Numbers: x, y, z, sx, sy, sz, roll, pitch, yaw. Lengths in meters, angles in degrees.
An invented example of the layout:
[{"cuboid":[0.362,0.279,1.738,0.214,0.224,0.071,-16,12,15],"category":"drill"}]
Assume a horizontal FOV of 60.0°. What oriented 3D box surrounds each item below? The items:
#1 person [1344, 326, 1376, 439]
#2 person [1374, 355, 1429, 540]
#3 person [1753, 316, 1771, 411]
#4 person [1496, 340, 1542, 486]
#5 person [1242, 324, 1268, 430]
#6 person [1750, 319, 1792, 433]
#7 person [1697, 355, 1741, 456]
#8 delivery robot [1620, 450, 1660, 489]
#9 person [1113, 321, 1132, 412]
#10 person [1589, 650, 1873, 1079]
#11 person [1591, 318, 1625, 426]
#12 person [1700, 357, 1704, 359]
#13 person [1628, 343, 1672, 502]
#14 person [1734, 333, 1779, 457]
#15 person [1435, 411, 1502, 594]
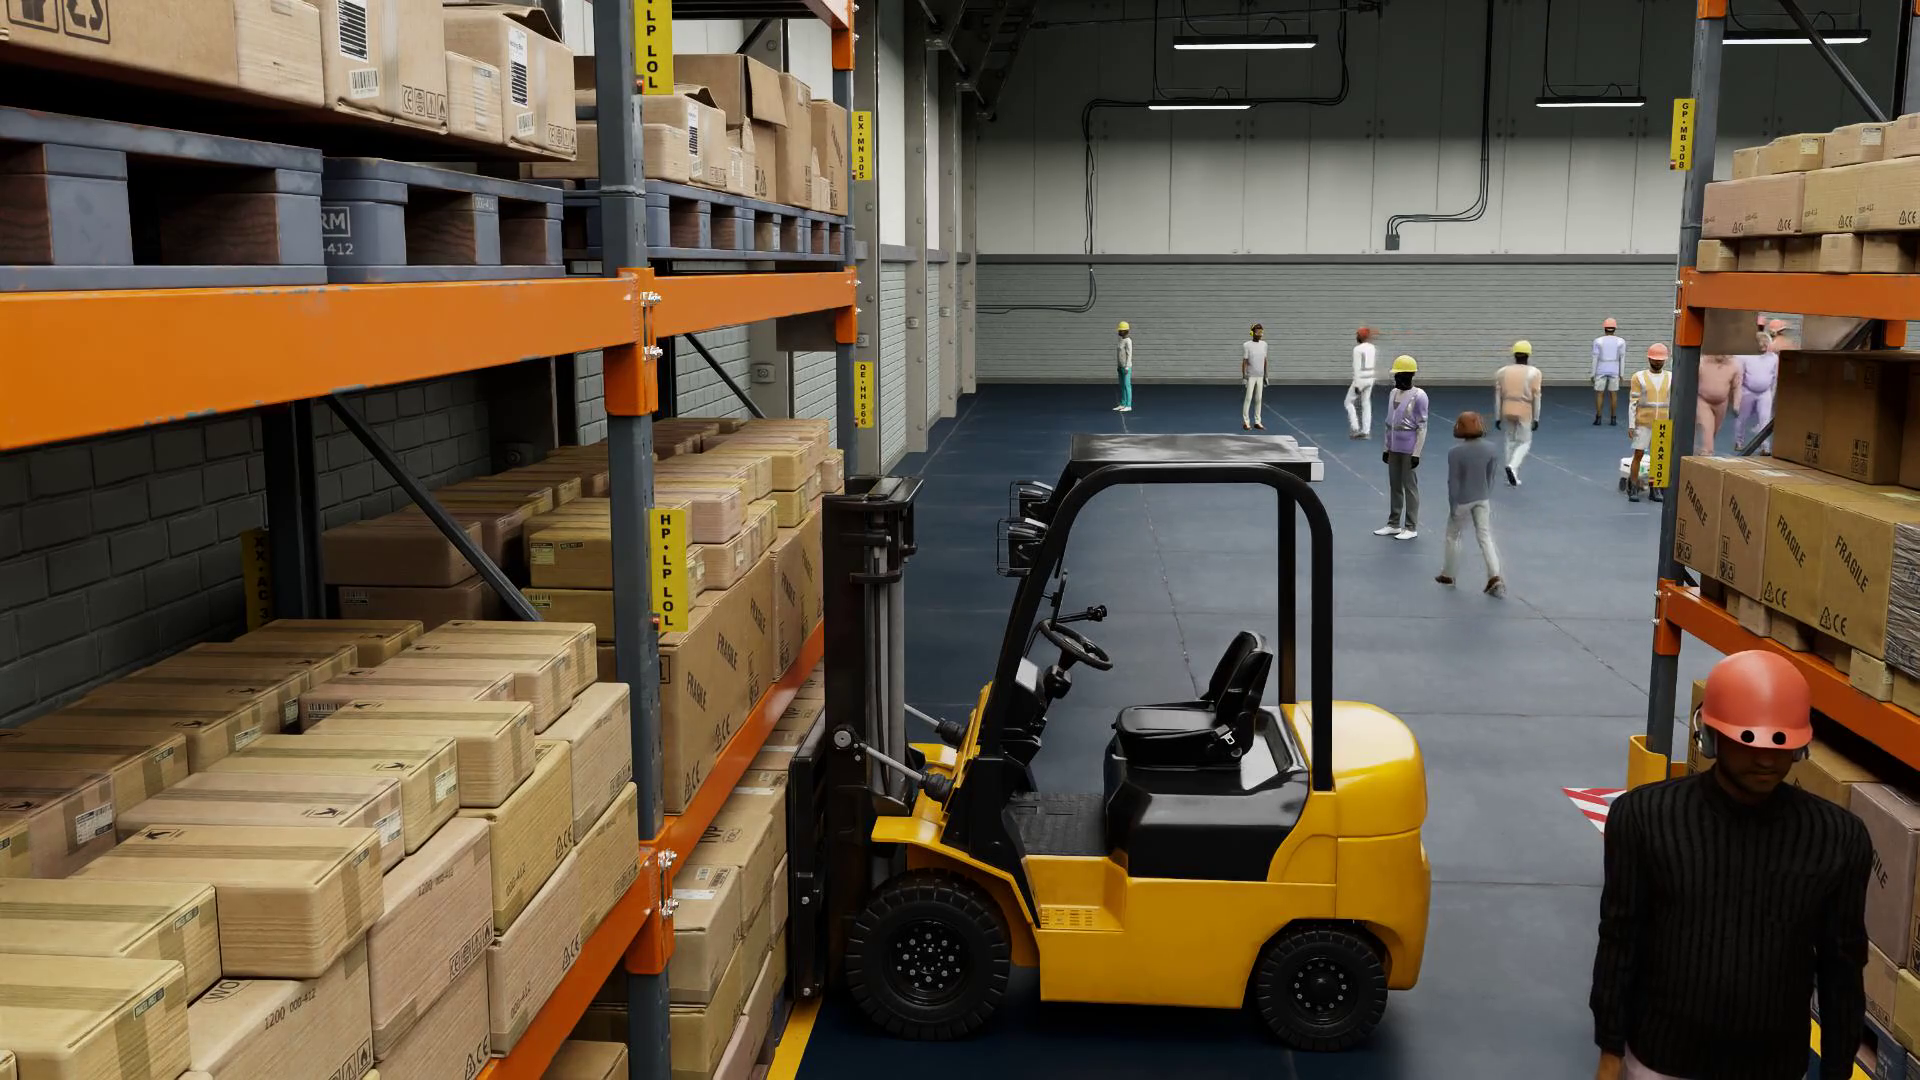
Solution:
[{"cuboid":[6.619,-2.607,27.570,0.592,1.859,0.577,-7,12,-38],"category":"person"},{"cuboid":[4.650,-0.971,17.470,0.362,1.928,0.587,-4,10,-24],"category":"person"},{"cuboid":[15.487,-3.421,32.411,0.941,1.904,0.556,-8,12,-38],"category":"person"},{"cuboid":[7.176,-1.624,21.476,0.592,1.914,0.618,8,12,40],"category":"person"},{"cuboid":[5.145,-2.839,29.004,0.499,1.860,0.311,-4,10,-25],"category":"person"},{"cuboid":[13.926,-2.773,28.260,0.624,1.972,0.788,-4,10,-25],"category":"person"},{"cuboid":[10.768,-1.964,23.794,0.650,1.846,0.965,2,9,9],"category":"person"},{"cuboid":[8.563,-0.889,20.826,0.477,0.478,0.707,0,9,0],"category":"delivery robot"},{"cuboid":[3.220,-3.412,32.740,0.306,1.771,0.522,-3,10,-16],"category":"person"},{"cuboid":[1.828,1.227,3.991,0.605,1.986,0.402,3,10,15],"category":"person"},{"cuboid":[11.605,-3.011,29.807,0.551,1.932,0.378,2,10,13],"category":"person"},{"cuboid":[12.209,-2.521,27.803,0.504,1.619,0.371,1,9,5],"category":"person"},{"cuboid":[8.386,-1.415,20.136,0.551,1.933,0.376,1,9,3],"category":"person"},{"cuboid":[12.101,-2.228,25.323,0.643,1.862,1.002,2,10,10],"category":"person"},{"cuboid":[4.514,-0.340,14.646,0.494,1.598,0.836,-2,10,-14],"category":"person"}]
